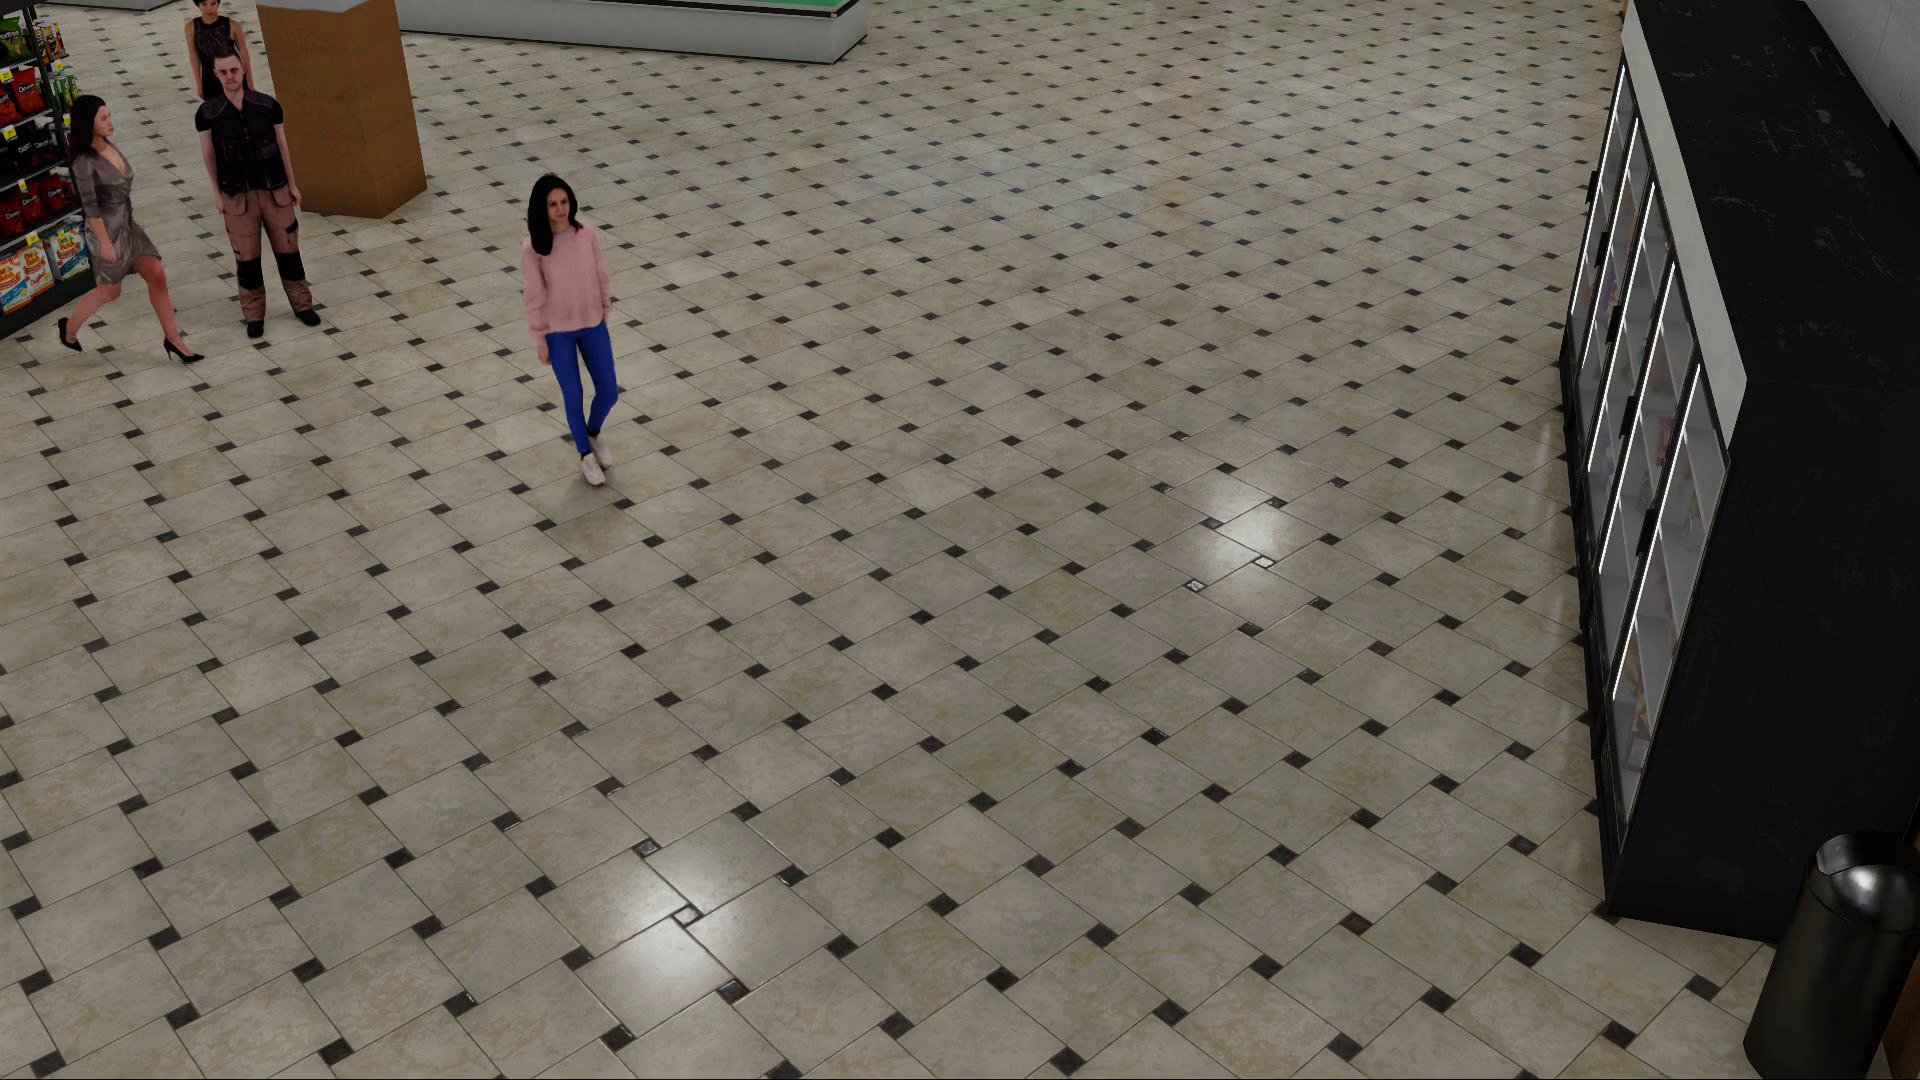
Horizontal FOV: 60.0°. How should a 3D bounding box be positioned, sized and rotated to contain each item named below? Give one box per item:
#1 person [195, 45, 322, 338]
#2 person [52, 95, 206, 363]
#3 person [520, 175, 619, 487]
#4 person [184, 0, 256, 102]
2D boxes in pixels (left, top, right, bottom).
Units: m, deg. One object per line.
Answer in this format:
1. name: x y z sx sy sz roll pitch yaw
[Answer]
1. person: -4.497 -2.234 10.606 0.763 1.841 0.826 -16 36 -25
2. person: -5.198 -1.823 10.069 1.171 1.711 0.786 1 32 2
3. person: -2.104 -1.128 8.910 0.787 1.756 0.848 -17 36 -26
4. person: -5.711 -3.544 12.970 1.012 1.568 0.979 -9 33 -13
